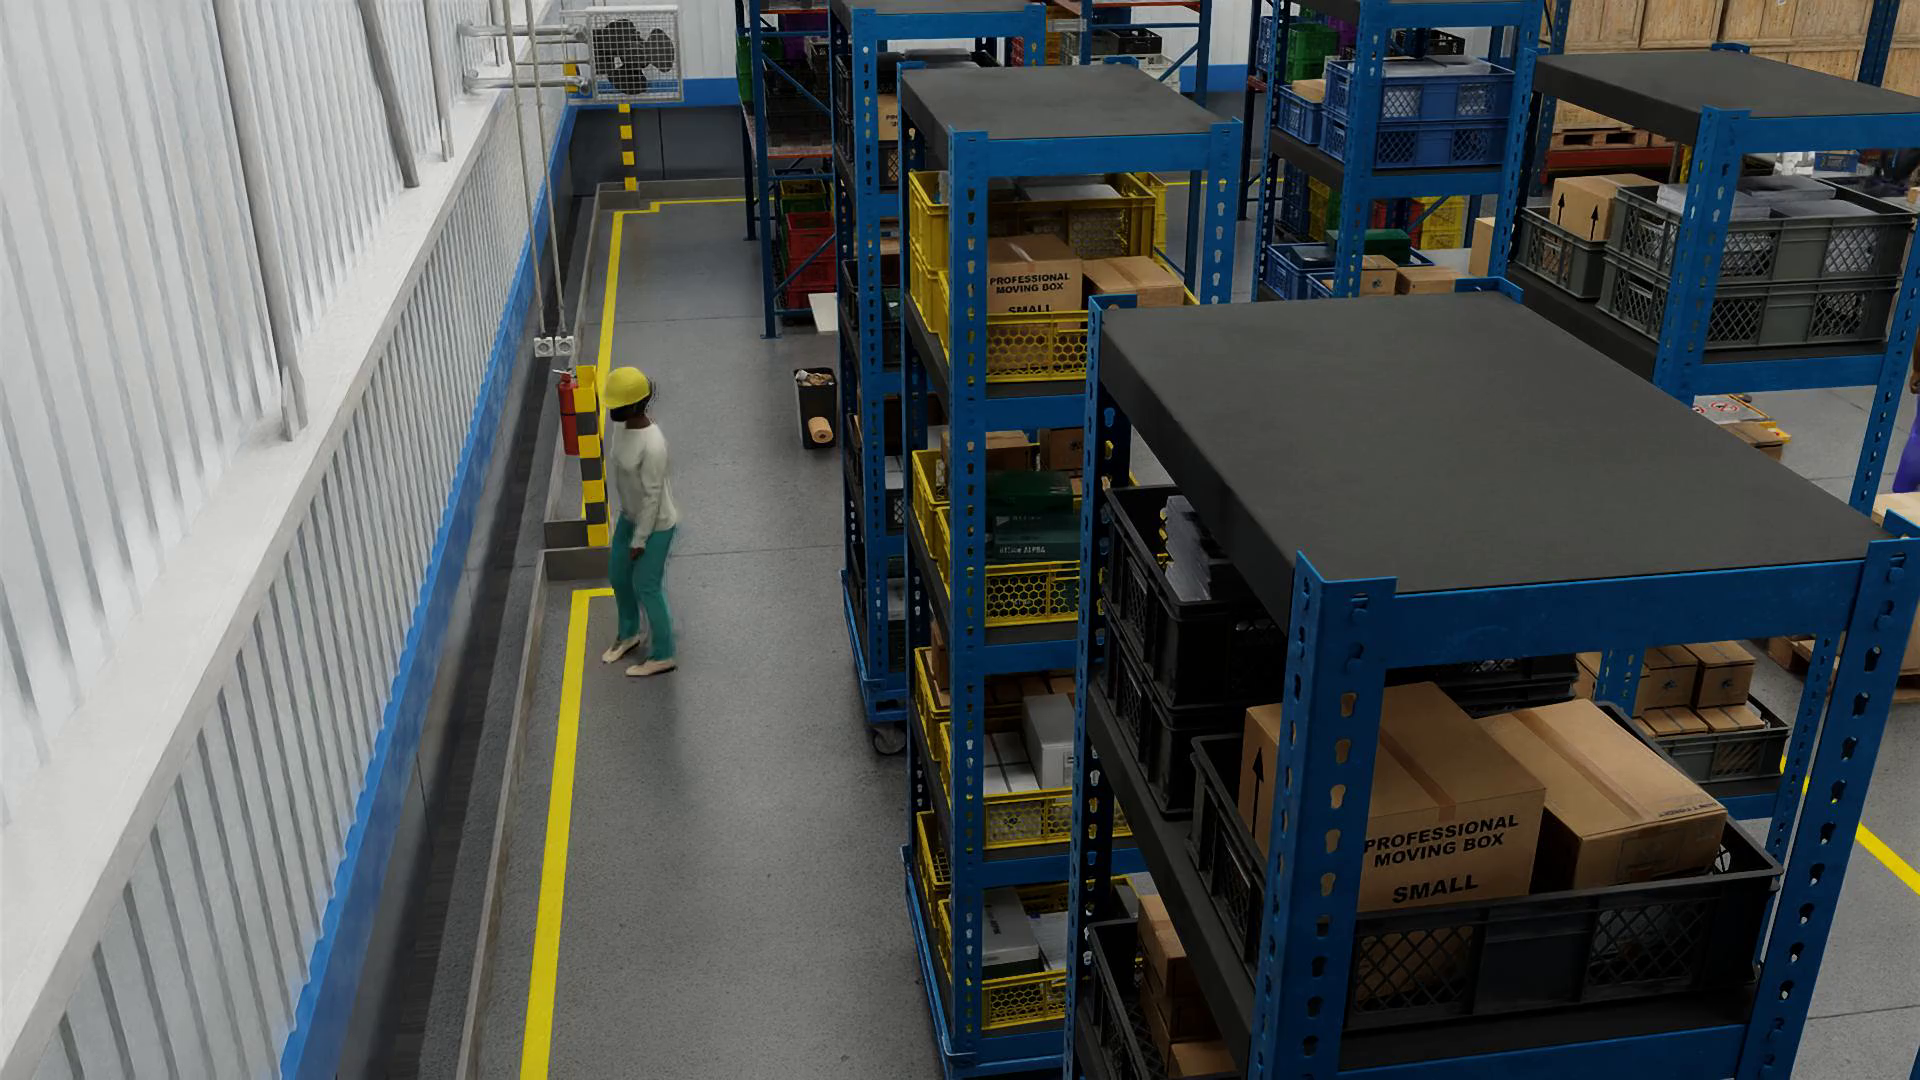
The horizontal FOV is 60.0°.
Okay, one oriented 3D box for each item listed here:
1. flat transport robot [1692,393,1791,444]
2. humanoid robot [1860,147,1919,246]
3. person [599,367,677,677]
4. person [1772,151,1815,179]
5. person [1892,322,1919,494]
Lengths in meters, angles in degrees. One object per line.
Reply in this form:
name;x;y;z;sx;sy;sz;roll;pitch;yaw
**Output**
flat transport robot;5.224;-0.859;12.132;1.431;0.197;0.652;-4;25;-8
humanoid robot;8.611;-3.170;15.532;0.622;1.623;0.596;-9;26;-19
person;-1.716;-0.094;8.729;0.412;1.744;0.582;-16;29;-31
person;7.777;-3.313;15.568;0.340;1.881;0.582;16;29;31
person;6.362;-1.053;10.470;0.535;2.000;0.681;-17;30;-33
